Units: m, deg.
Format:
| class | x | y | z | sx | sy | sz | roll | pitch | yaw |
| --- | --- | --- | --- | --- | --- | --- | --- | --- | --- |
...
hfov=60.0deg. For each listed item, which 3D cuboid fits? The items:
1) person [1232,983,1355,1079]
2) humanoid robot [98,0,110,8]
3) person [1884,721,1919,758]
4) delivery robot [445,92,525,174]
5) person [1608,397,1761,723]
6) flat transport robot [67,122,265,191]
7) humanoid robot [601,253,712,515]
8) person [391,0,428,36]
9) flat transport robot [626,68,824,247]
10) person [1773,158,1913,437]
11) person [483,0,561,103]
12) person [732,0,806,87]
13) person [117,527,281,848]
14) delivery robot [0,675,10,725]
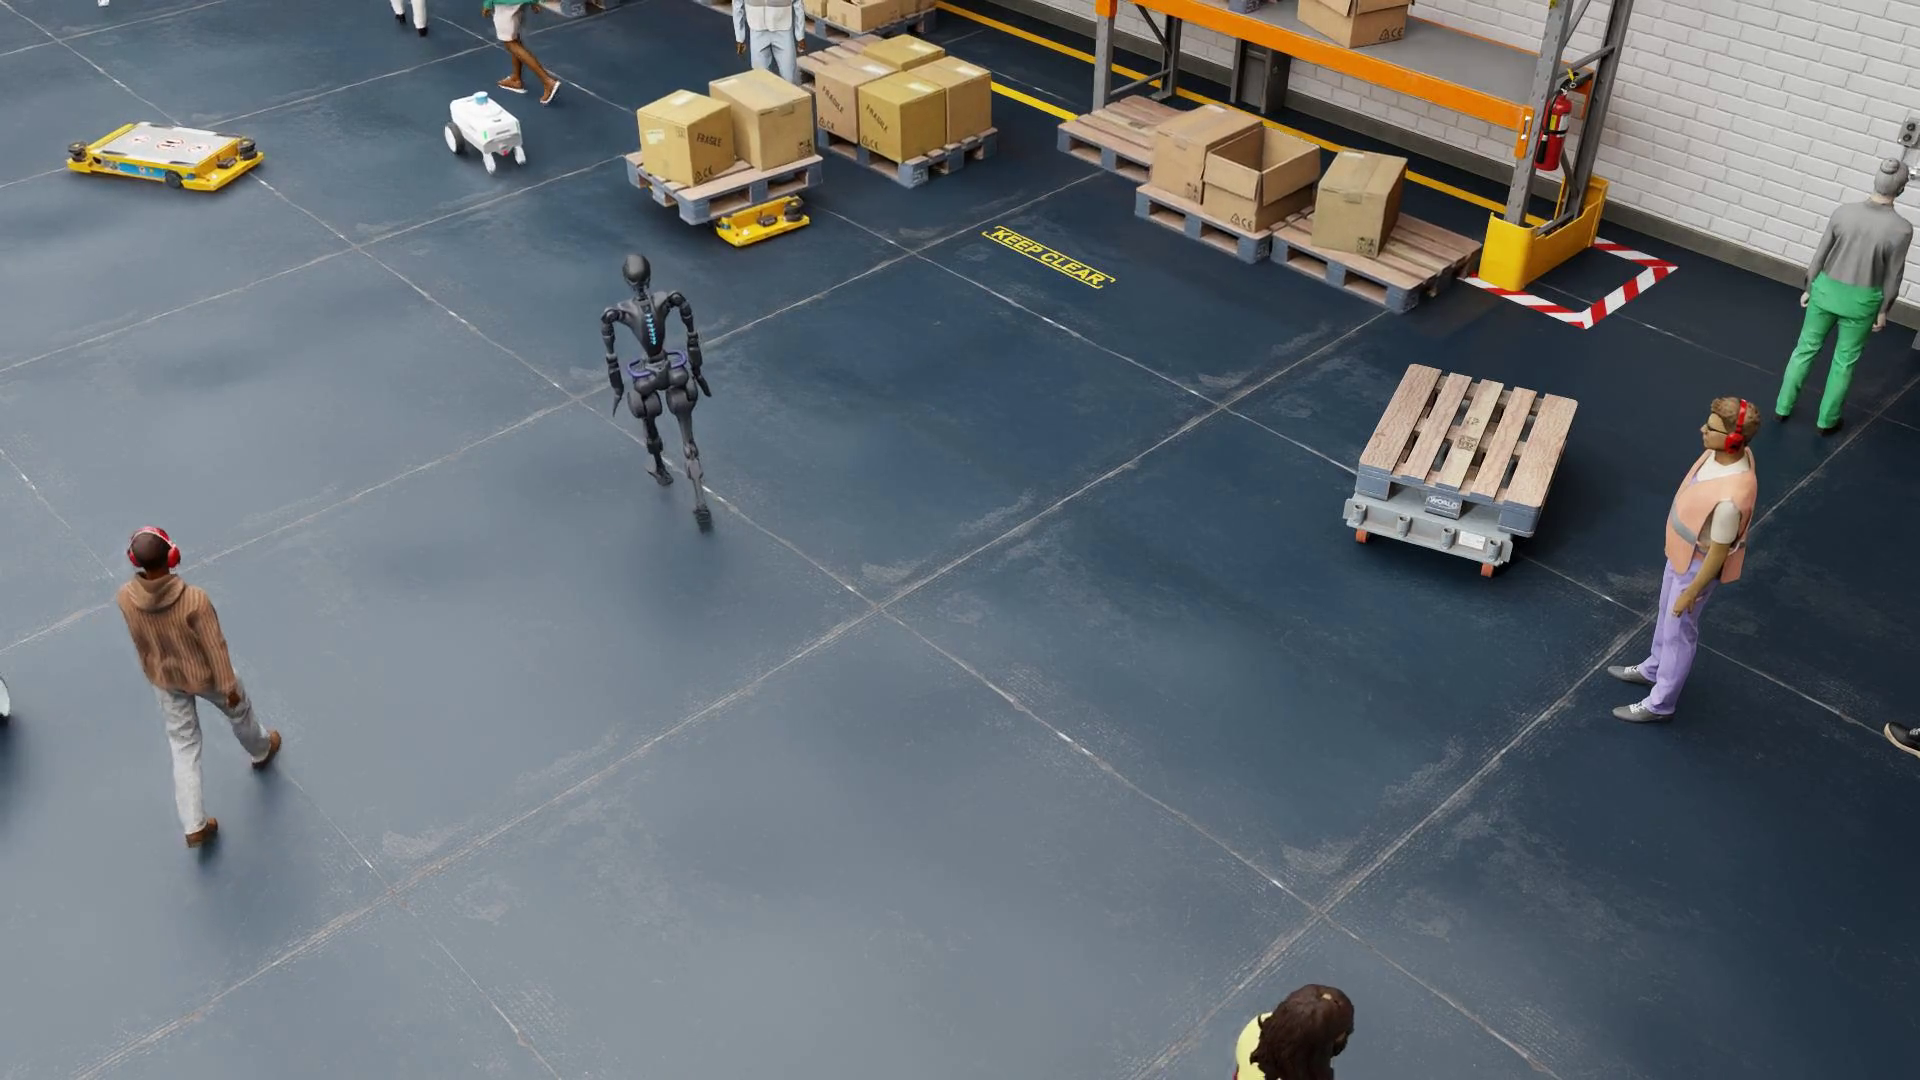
| class | x | y | z | sx | sy | sz | roll | pitch | yaw |
| --- | --- | --- | --- | --- | --- | --- | --- | --- | --- |
| person | 1.149 | 2.088 | 5.560 | 0.920 | 1.726 | 0.487 | -9 | 38 | -11 |
| humanoid robot | -8.675 | -6.028 | 16.326 | 0.546 | 1.754 | 1.036 | -13 | 39 | -17 |
| person | 4.897 | 0.243 | 7.804 | 0.606 | 1.965 | 0.372 | -16 | 40 | -20 |
| delivery robot | -3.945 | -3.429 | 13.843 | 0.499 | 0.604 | 0.801 | -24 | 43 | -29 |
| person | 3.564 | 0.116 | 8.072 | 0.391 | 1.846 | 0.563 | 9 | 38 | 12 |
| flat transport robot | -6.568 | -3.176 | 13.738 | 1.431 | 0.231 | 0.659 | 11 | 38 | 14 |
| humanoid robot | -1.717 | -0.894 | 9.598 | 0.586 | 1.633 | 0.798 | -15 | 40 | -19 |
| person | -5.390 | -5.805 | 15.983 | 0.541 | 1.755 | 0.795 | -9 | 38 | -11 |
| flat transport robot | -1.851 | -2.729 | 13.147 | 0.659 | 0.231 | 1.431 | -25 | 44 | -29 |
| person | 5.451 | -1.497 | 10.211 | 0.524 | 1.839 | 0.325 | 27 | 45 | 31 |
| person | -3.883 | -4.726 | 14.498 | 0.809 | 1.818 | 0.496 | 19 | 41 | 23 |
| person | -1.569 | -4.205 | 13.745 | 0.595 | 1.908 | 0.408 | 0 | 37 | 1 |
| person | -3.521 | 0.622 | 7.584 | 0.461 | 1.612 | 0.822 | -1 | 37 | -2 |
| delivery robot | -5.027 | 0.868 | 8.163 | 0.499 | 0.614 | 0.790 | -11 | 39 | -15 |
